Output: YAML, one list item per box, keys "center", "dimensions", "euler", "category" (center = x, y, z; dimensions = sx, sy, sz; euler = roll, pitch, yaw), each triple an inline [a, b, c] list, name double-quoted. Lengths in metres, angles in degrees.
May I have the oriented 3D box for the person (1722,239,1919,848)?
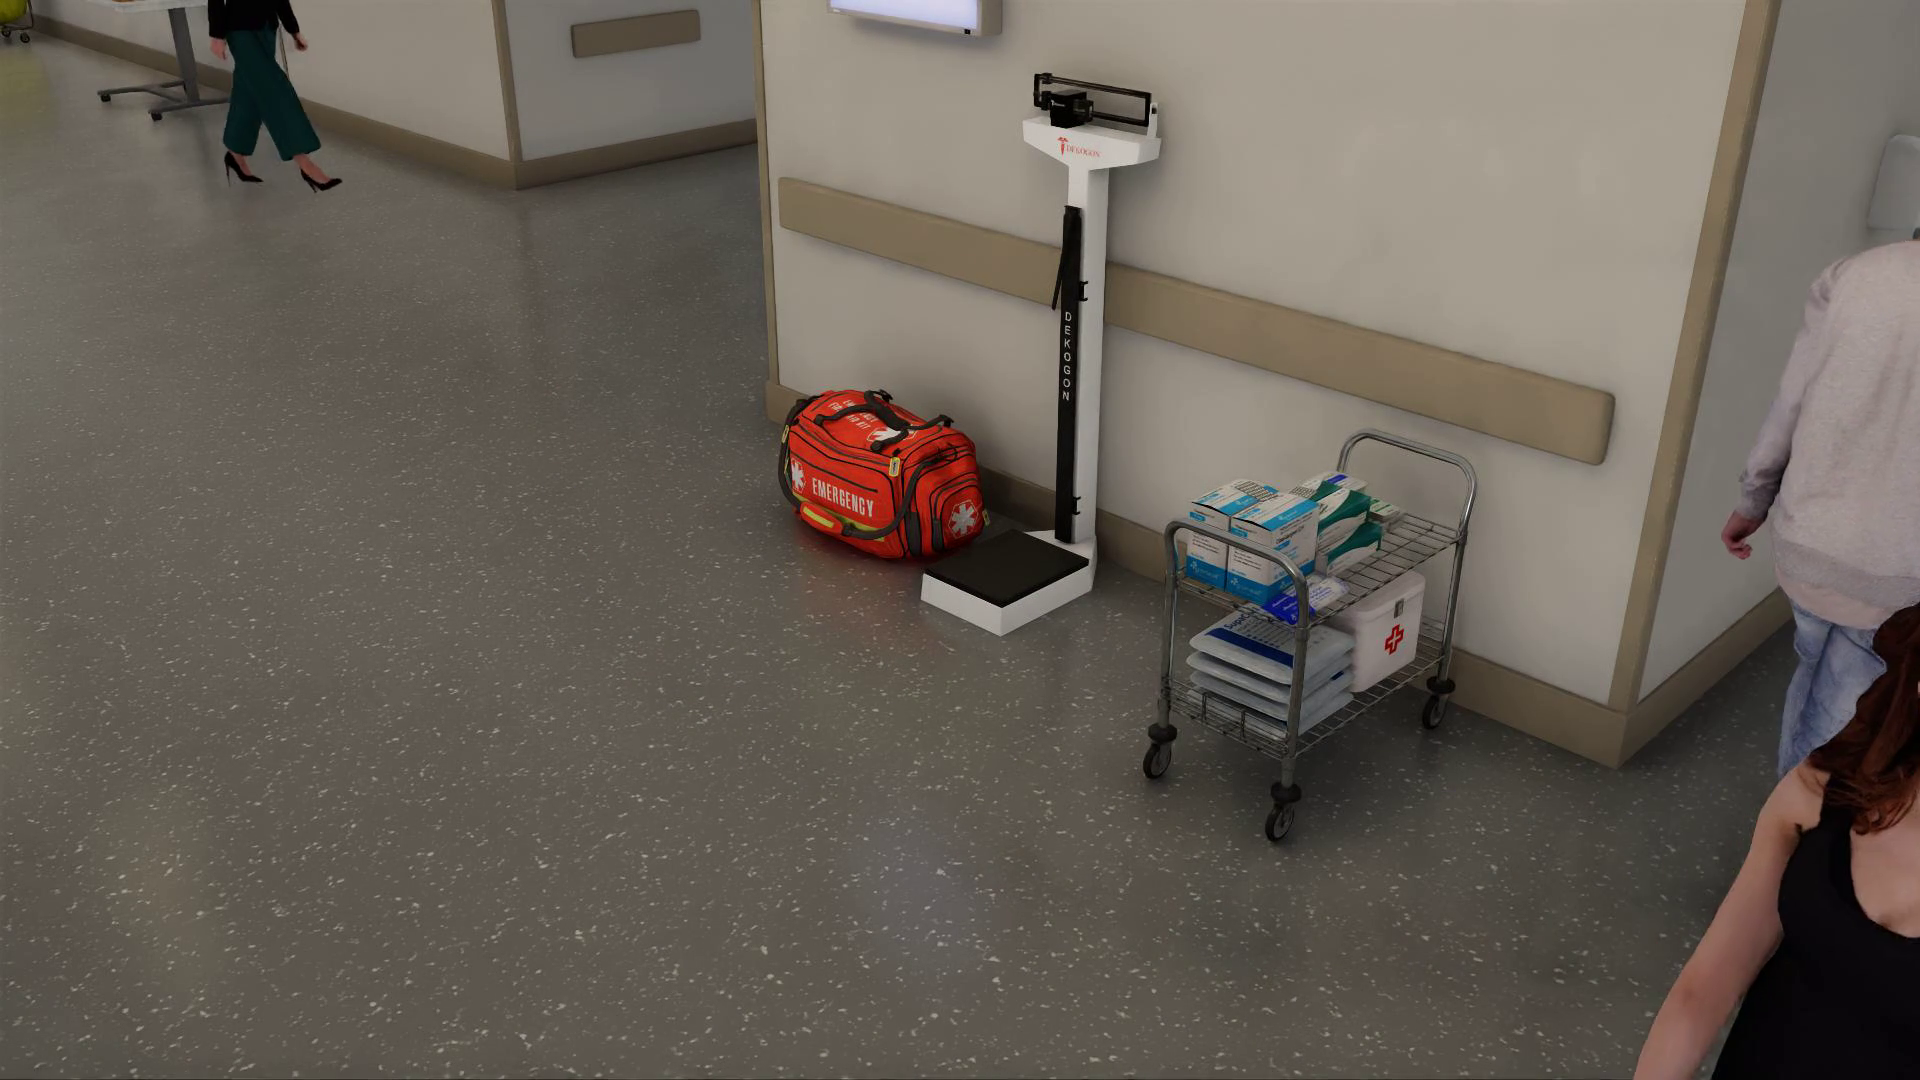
- center: [1.844, 0.042, 3.448]
  dimensions: [0.828, 1.809, 0.814]
  euler: [-19, 32, -34]
  category: "person"

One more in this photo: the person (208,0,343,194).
- center: [-4.106, -2.813, 9.510]
  dimensions: [1.199, 1.686, 0.989]
  euler: [7, 27, 14]
  category: "person"
